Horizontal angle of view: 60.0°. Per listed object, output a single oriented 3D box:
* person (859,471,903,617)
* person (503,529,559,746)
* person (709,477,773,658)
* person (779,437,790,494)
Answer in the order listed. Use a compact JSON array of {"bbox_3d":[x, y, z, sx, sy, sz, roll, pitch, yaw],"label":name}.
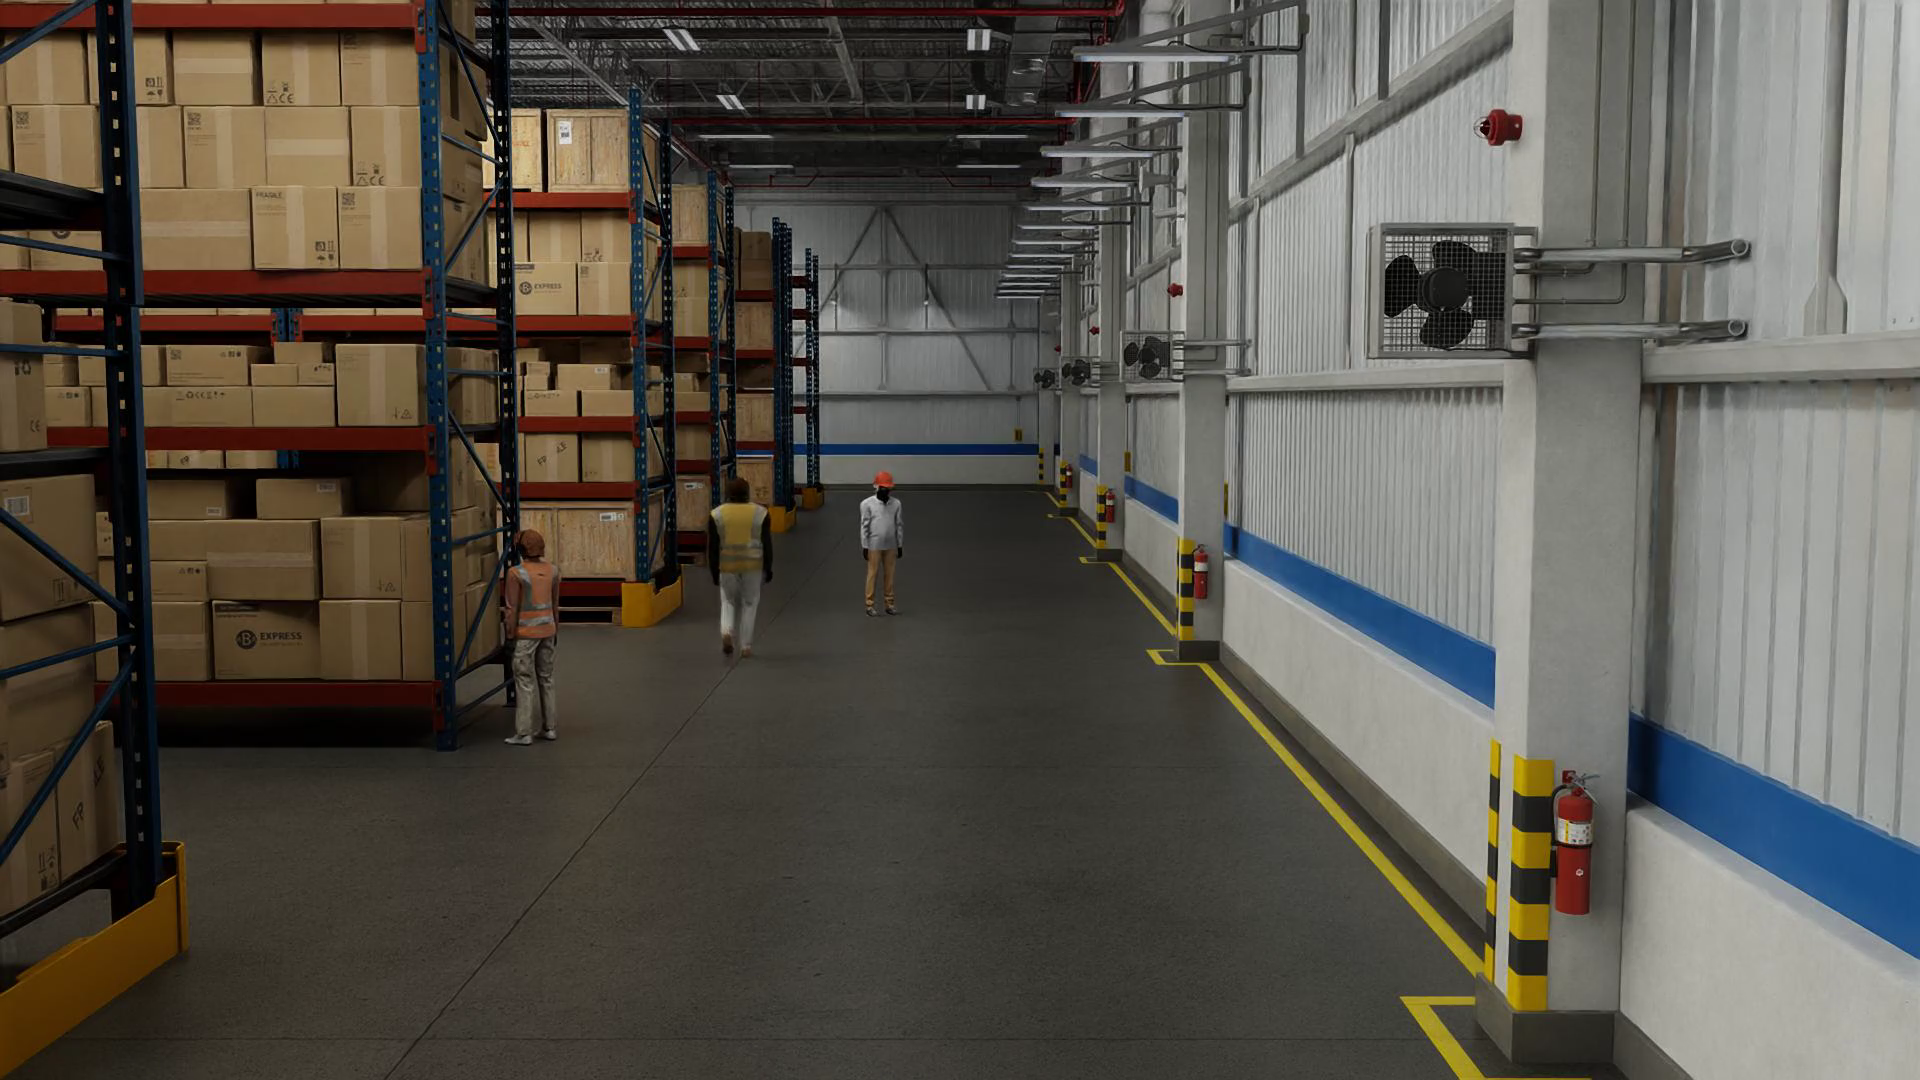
[{"bbox_3d":[-0.921,0.052,19.853,0.566,1.744,0.350,-3,6,-31],"label":"person"},{"bbox_3d":[-3.230,0.732,12.585,0.313,1.632,0.525,3,6,31],"label":"person"},{"bbox_3d":[-2.194,0.280,16.734,0.629,1.828,0.450,0,5,0],"label":"person"},{"bbox_3d":[-3.982,-1.480,37.772,0.317,1.736,0.486,1,5,8],"label":"person"}]
